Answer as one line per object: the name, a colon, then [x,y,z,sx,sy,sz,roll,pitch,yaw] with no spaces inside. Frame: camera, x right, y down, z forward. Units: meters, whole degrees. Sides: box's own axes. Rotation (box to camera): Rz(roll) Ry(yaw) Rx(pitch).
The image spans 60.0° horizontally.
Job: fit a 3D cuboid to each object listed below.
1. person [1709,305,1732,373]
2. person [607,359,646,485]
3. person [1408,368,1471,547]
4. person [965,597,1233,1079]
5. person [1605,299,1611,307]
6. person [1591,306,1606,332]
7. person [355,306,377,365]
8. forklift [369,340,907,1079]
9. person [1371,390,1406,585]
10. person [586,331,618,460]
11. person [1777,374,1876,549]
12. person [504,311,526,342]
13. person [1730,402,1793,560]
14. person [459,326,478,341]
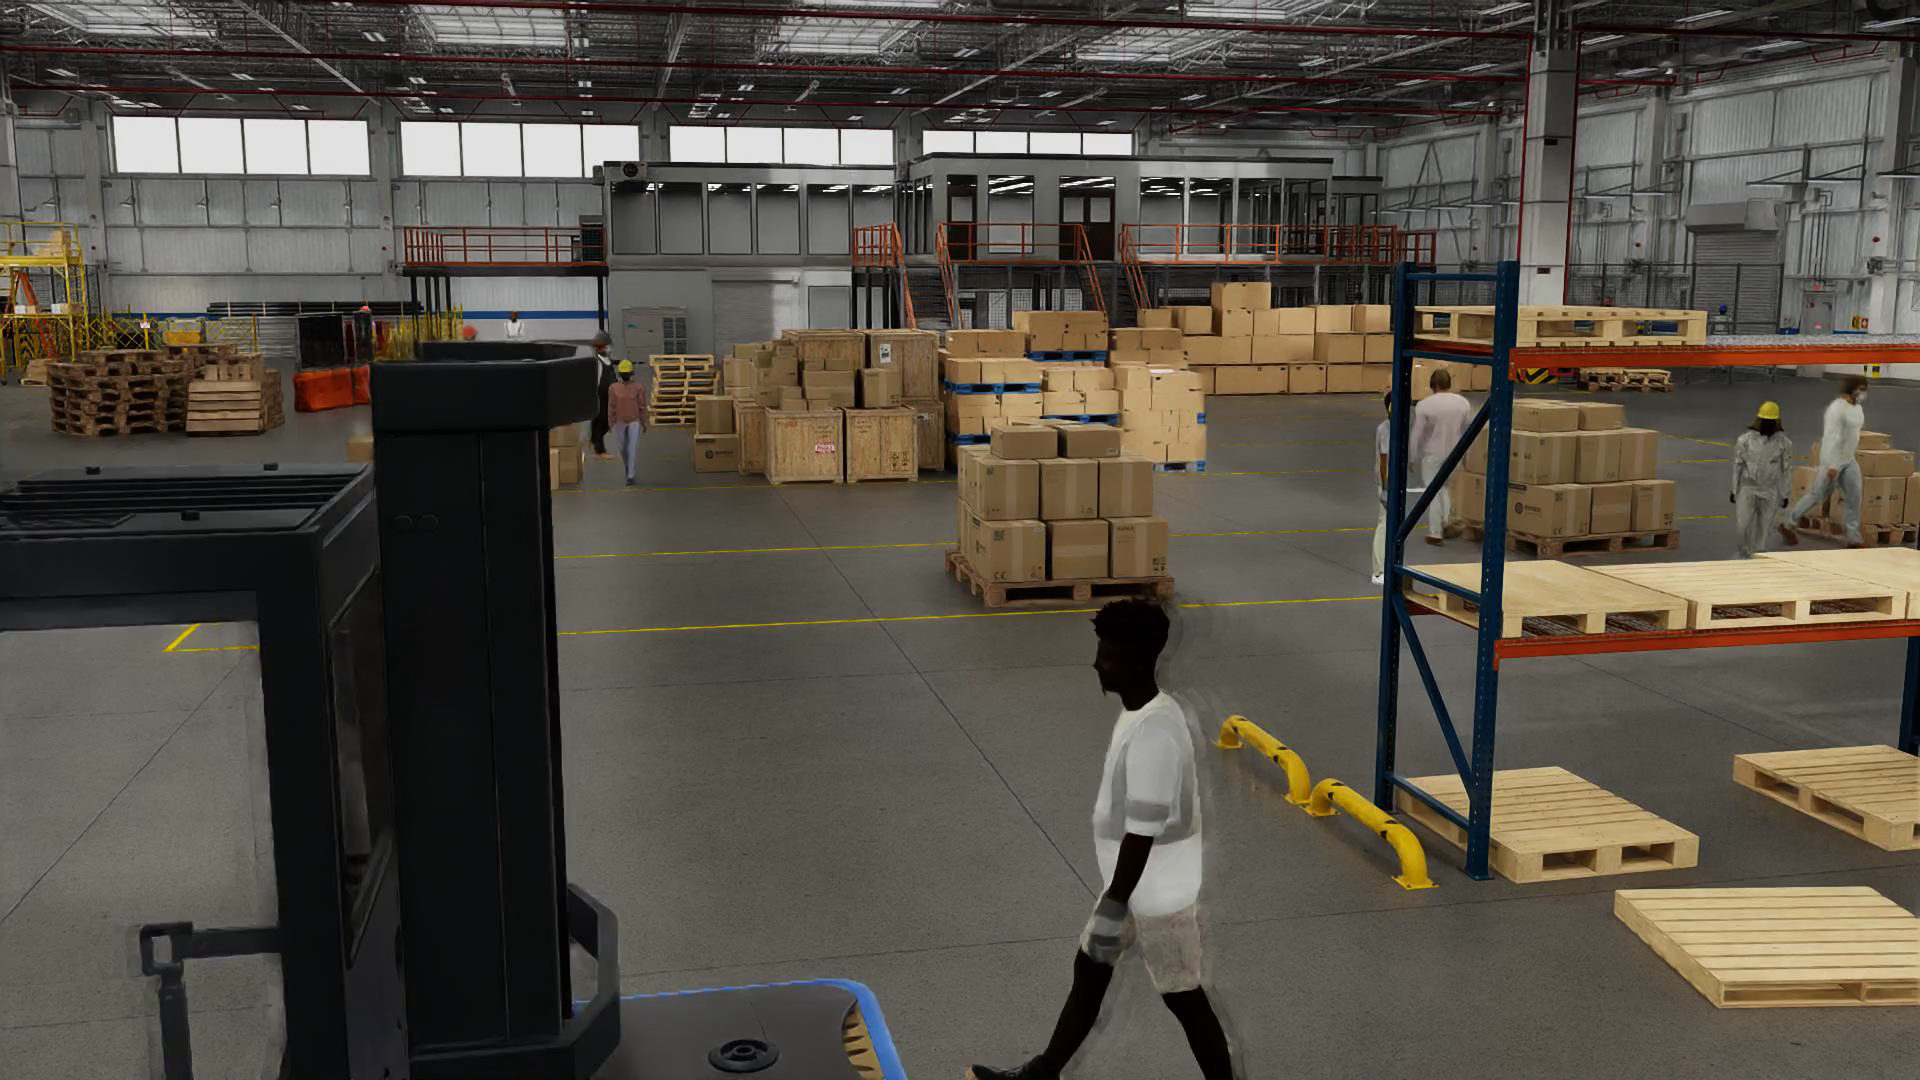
person: [21.603,-5.704,47.226,0.615,1.945,0.406,8,12,39]
person: [-4.622,-1.658,23.188,0.534,1.748,0.729,0,9,0]
person: [5.152,-0.898,18.005,0.660,1.921,0.547,-2,10,-13]
person: [0.528,1.139,5.613,1.015,1.907,0.629,0,9,1]
person: [20.387,-6.606,52.574,0.612,1.997,0.375,-7,12,-38]
person: [18.235,-5.704,47.282,0.587,1.930,0.357,1,9,8]
person: [-14.958,-4.871,41.906,0.610,2.036,0.411,1,9,6]
forklift: [-1.042,0.952,3.821,1.873,2.768,1.129,-2,10,-12]
person: [4.089,-0.497,15.747,0.329,1.865,0.507,4,10,25]
person: [-5.605,-2.264,25.978,0.546,2.000,0.703,2,10,13]
person: [9.283,-0.834,17.700,0.650,1.900,0.984,-7,11,-36]
person: [-12.017,-5.286,45.018,0.589,1.844,0.964,0,9,-2]
person: [7.650,-0.454,15.874,0.518,1.722,0.567,3,10,20]
person: [-8.755,-2.908,30.225,0.381,1.956,0.775,5,11,29]
